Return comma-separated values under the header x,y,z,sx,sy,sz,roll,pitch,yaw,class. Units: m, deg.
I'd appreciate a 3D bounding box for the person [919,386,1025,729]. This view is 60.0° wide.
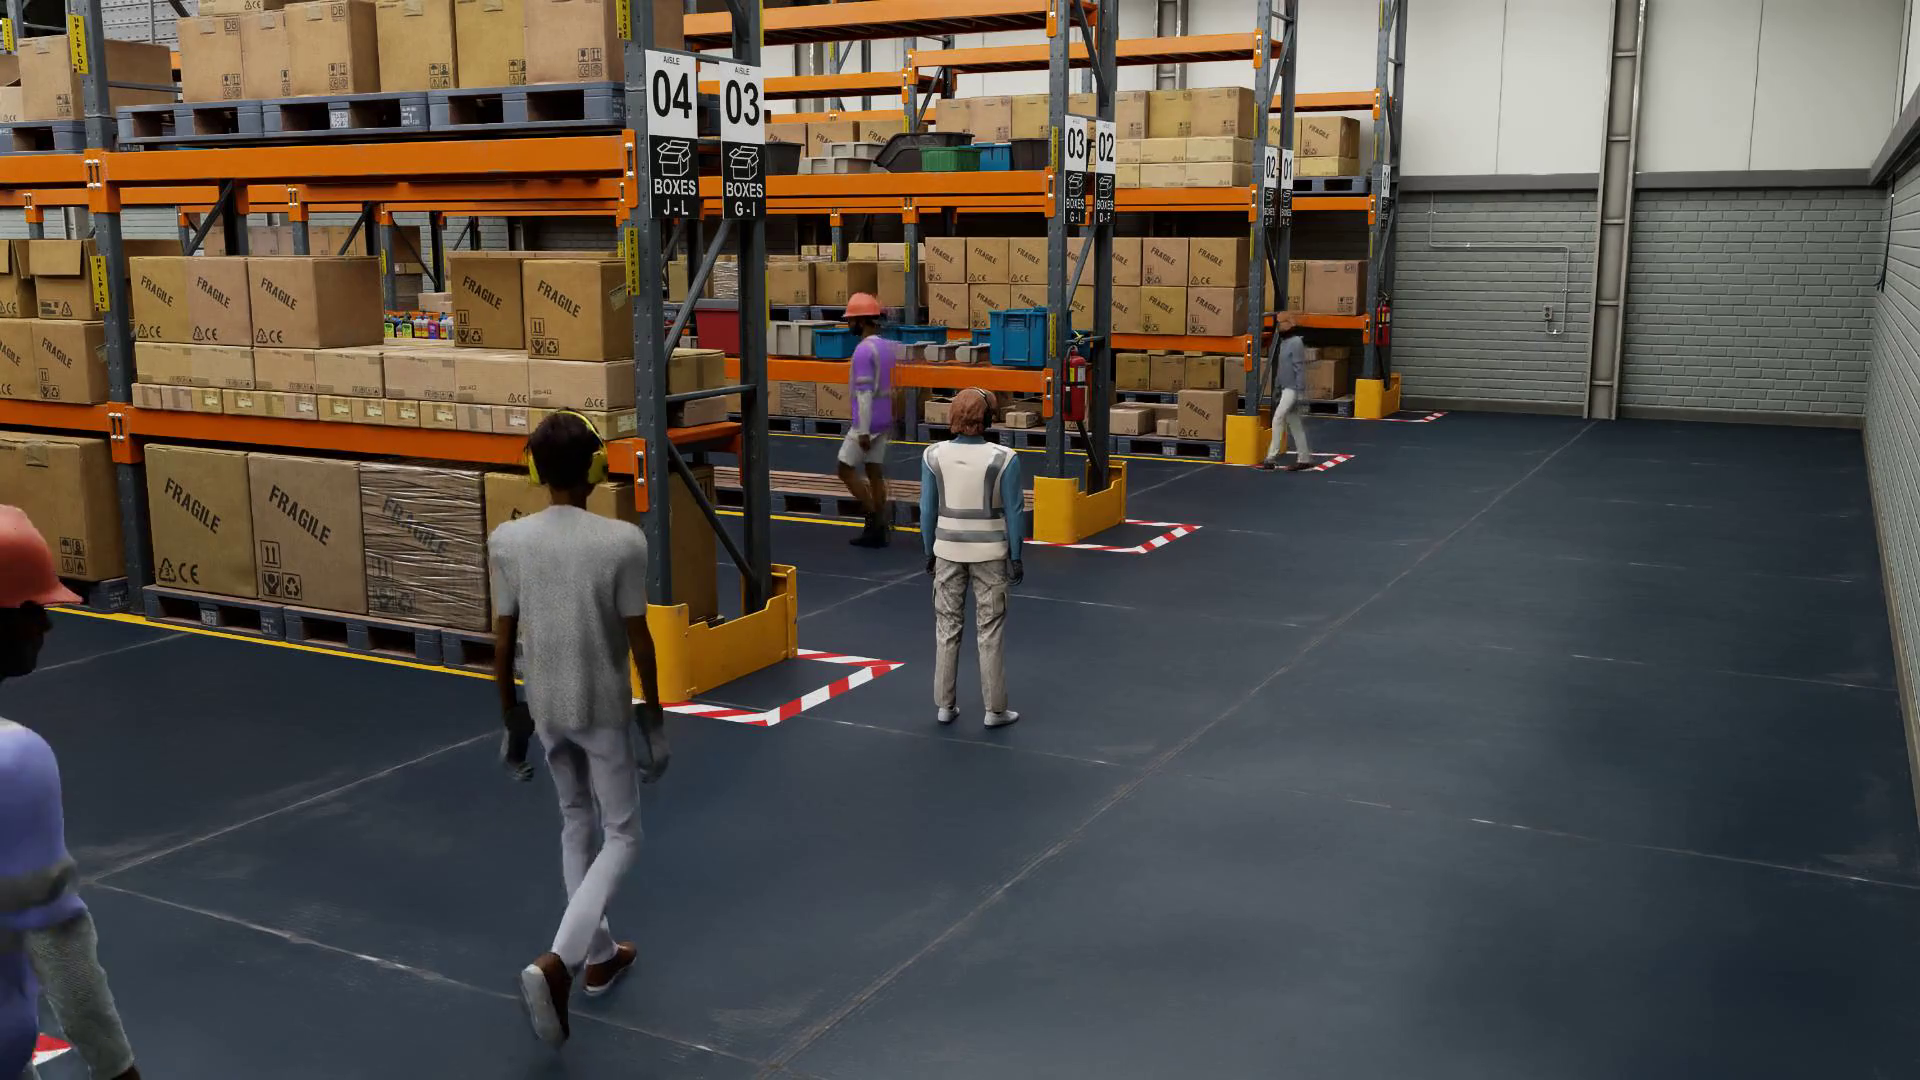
x,y,z,sx,sy,sz,roll,pitch,yaw,class
0.059,0.090,7.946,0.523,1.639,0.306,4,11,20,person

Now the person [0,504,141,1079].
x,y,z,sx,sy,sz,roll,pitch,yaw,class
-1.796,0.877,3.019,0.563,1.872,1.029,7,12,33,person

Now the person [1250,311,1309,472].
x,y,z,sx,sy,sz,roll,pitch,yaw,class
3.169,-1.464,16.517,0.742,1.596,0.520,-1,10,-5,person

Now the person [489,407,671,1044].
x,y,z,sx,sy,sz,roll,pitch,yaw,class
-1.138,0.537,4.929,0.529,1.849,0.746,3,11,14,person

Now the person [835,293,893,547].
x,y,z,sx,sy,sz,roll,pitch,yaw,class
-0.714,-0.891,12.528,0.414,1.919,0.554,3,11,17,person
